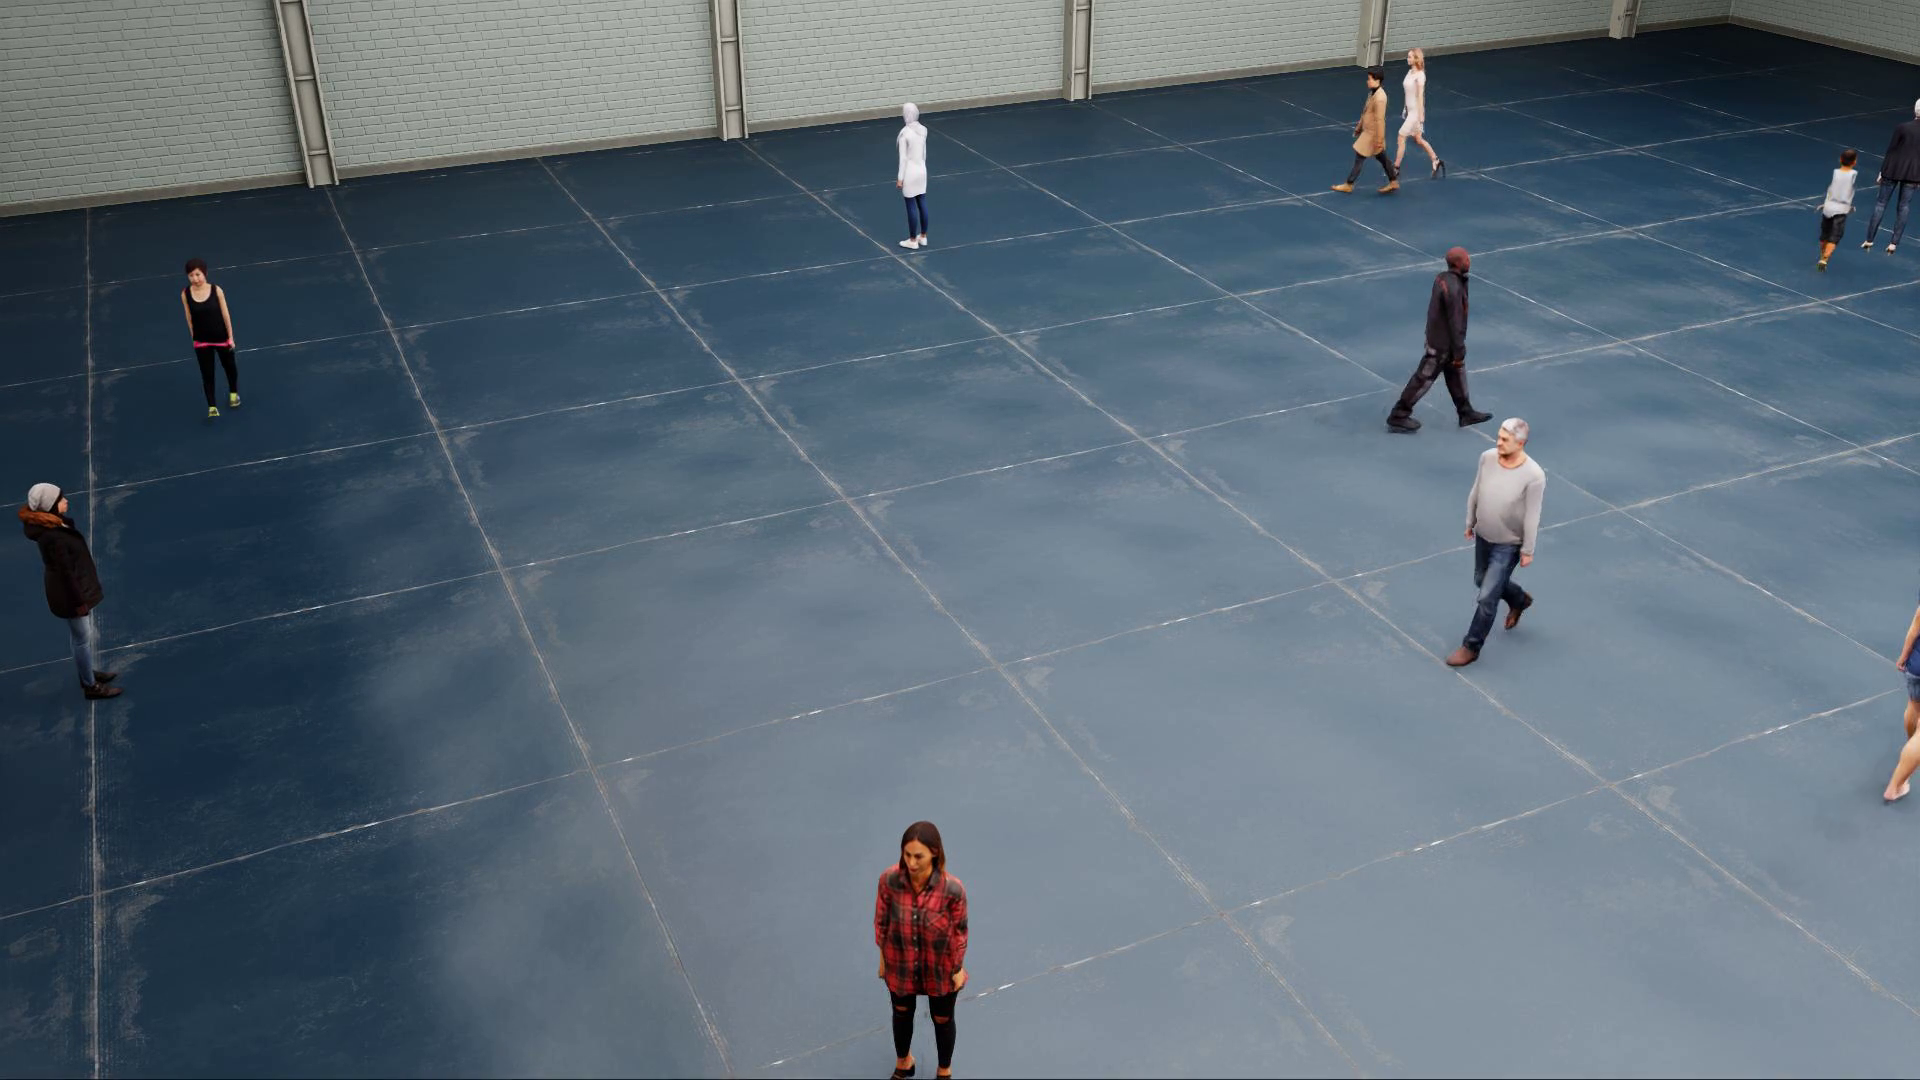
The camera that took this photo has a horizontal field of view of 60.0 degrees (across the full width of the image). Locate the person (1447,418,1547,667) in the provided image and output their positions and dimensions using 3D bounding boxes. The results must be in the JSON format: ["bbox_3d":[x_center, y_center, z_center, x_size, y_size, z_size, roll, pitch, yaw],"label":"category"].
[{"bbox_3d":[3.936,-0.023,11.948,1.181,1.882,0.813,-16,32,-27],"label":"person"}]

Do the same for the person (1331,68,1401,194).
[{"bbox_3d":[5.655,-5.463,22.377,1.241,1.681,1.055,3,28,6],"label":"person"}]

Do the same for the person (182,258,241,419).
[{"bbox_3d":[-7.172,-1.982,16.005,0.905,1.526,0.667,-9,29,-17],"label":"person"}]

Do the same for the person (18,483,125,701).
[{"bbox_3d":[-6.170,0.340,11.532,0.618,1.634,0.649,-16,32,-27],"label":"person"}]

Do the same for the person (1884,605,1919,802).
[{"bbox_3d":[6.111,0.841,10.412,1.185,1.802,0.880,-25,37,-38],"label":"person"}]

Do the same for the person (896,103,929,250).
[{"bbox_3d":[-0.562,-4.469,20.411,0.733,1.776,0.586,25,37,38],"label":"person"}]

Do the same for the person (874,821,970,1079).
[{"bbox_3d":[-0.180,2.080,8.191,0.685,1.702,0.767,6,29,12],"label":"person"}]

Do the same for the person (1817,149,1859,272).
[{"bbox_3d":[10.478,-3.975,19.850,0.879,1.430,1.094,20,34,32],"label":"person"}]

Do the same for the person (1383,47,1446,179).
[{"bbox_3d":[6.391,-5.880,23.046,1.159,1.790,0.863,-1,28,-3],"label":"person"}]

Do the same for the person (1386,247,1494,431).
[{"bbox_3d":[4.392,-1.828,15.444,1.351,1.784,1.120,2,28,4],"label":"person"}]

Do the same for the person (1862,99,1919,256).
[{"bbox_3d":[10.400,-4.055,18.433,0.819,1.782,0.791,9,29,17],"label":"person"}]
